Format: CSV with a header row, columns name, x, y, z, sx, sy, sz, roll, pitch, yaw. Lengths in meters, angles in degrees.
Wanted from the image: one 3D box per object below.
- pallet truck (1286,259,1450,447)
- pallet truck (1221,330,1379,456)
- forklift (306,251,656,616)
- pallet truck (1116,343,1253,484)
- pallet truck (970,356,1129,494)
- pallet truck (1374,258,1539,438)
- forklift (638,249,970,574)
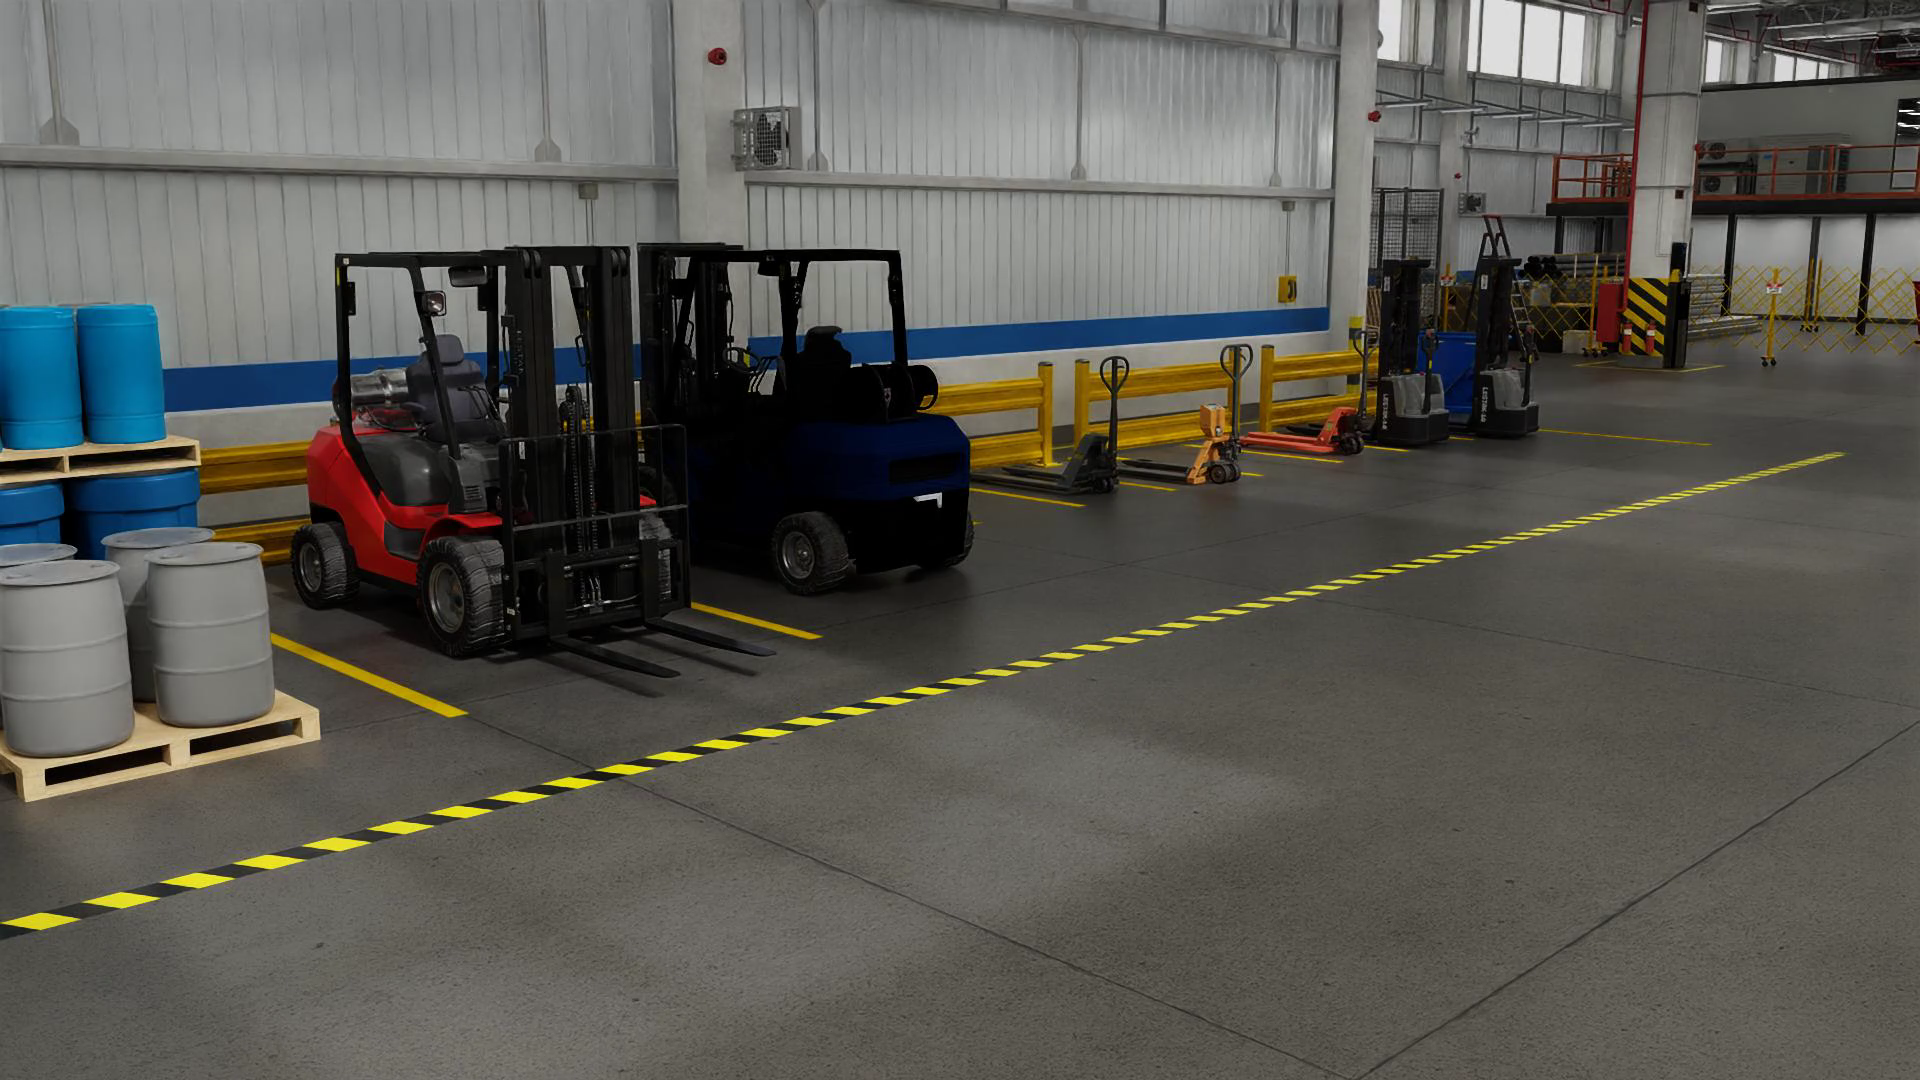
name,x,y,z,sx,sy,sz,roll,pitch,yaw
pallet truck,4.493,-2.078,18.196,0.823,1.965,1.885,-9,14,-40
pallet truck,3.563,-1.581,17.381,0.653,1.274,1.630,-10,14,-44
forklift,-2.833,-0.669,9.694,1.157,1.987,2.680,-10,14,-44
pallet truck,1.962,-1.215,15.415,1.522,1.261,0.704,10,14,43
pallet truck,0.784,-1.085,14.876,0.680,1.201,1.601,-10,14,-44
pallet truck,5.704,-2.208,18.901,1.885,1.965,0.823,10,14,43
forklift,-1.173,-0.958,11.239,2.680,1.987,1.157,10,14,43
